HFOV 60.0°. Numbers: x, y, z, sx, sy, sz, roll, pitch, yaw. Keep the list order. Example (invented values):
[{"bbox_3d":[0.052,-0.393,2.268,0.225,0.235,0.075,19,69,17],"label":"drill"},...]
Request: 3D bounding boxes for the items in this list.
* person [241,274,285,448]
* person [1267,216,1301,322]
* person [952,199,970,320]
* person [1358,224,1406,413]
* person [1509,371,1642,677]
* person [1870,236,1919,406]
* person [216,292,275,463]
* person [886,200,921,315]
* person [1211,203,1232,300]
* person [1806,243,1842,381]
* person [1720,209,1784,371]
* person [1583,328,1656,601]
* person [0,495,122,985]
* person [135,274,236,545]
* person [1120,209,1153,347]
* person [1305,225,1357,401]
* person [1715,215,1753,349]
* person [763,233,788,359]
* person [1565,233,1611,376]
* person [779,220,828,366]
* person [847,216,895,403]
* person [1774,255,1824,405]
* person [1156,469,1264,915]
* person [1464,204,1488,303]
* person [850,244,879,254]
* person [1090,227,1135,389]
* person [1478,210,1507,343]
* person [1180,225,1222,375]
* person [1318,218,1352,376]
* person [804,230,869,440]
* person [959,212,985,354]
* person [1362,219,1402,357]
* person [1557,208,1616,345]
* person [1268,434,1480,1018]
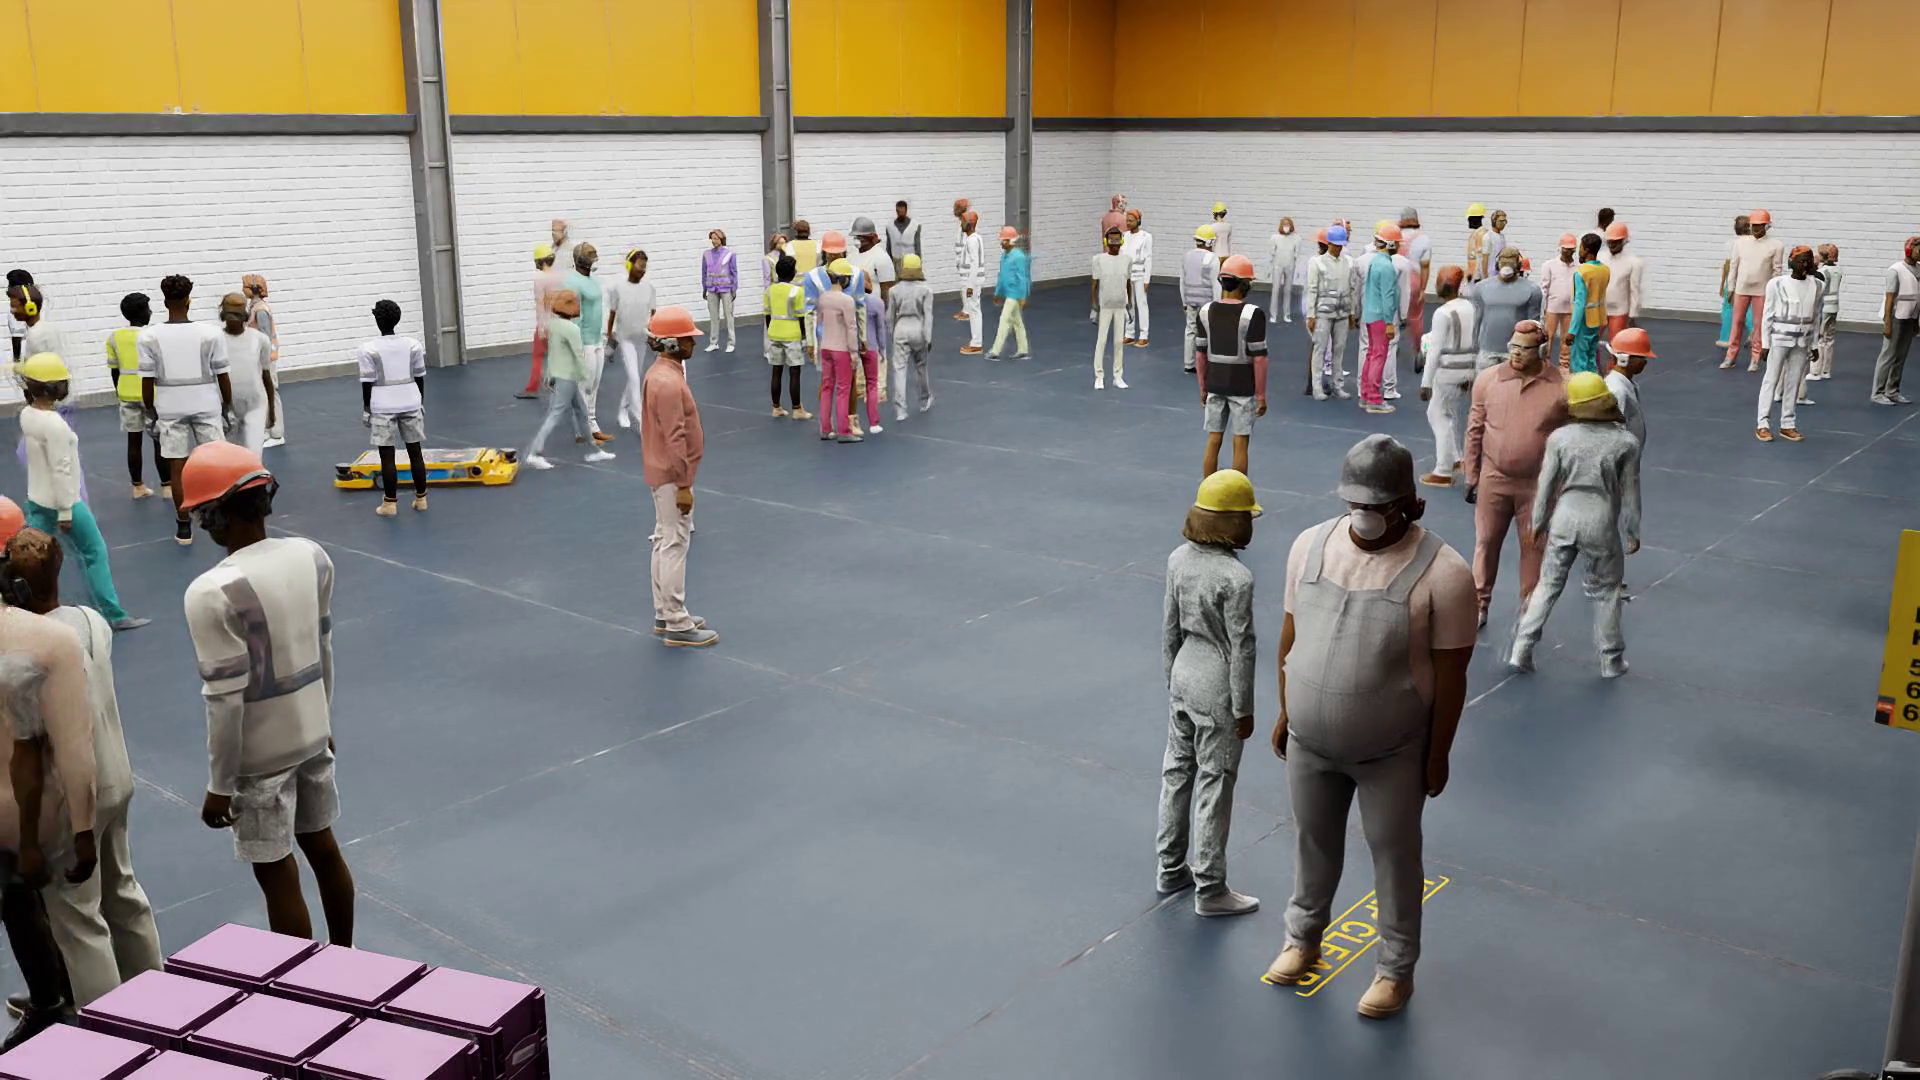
[{"bbox_3d":[-6.622,-1.701,15.786,0.307,1.641,0.514,-8,16,-30],"label":"person"},{"bbox_3d":[5.009,-4.188,25.743,0.507,1.633,0.280,0,14,1],"label":"person"},{"bbox_3d":[0.047,-4.373,26.014,0.433,1.871,0.601,-4,15,-17],"label":"person"},{"bbox_3d":[4.496,-2.356,17.709,0.405,1.986,0.621,0,14,0],"label":"person"},{"bbox_3d":[3.424,-0.063,9.110,0.575,1.712,0.569,8,16,29],"label":"person"},{"bbox_3d":[10.232,-2.382,18.116,0.563,1.837,0.386,-8,16,-29],"label":"person"},{"bbox_3d":[-5.522,-1.021,12.765,0.536,1.811,0.863,-5,15,-20],"label":"person"},{"bbox_3d":[-0.873,-4.469,26.415,0.587,1.873,0.965,2,14,9],"label":"person"},{"bbox_3d":[4.209,-4.603,27.126,0.525,1.769,0.309,-12,18,-39],"label":"person"},{"bbox_3d":[10.310,-2.717,19.868,0.507,1.629,0.318,-9,17,-32],"label":"person"},{"bbox_3d":[9.836,-3.095,20.635,0.612,1.995,0.392,12,18,40],"label":"person"},{"bbox_3d":[4.247,-0.495,10.736,0.330,1.749,0.571,5,15,19],"label":"person"},{"bbox_3d":[-2.930,0.811,5.151,0.617,1.943,1.023,-1,14,-5],"label":"person"},{"bbox_3d":[-5.614,-0.948,12.111,0.614,1.963,0.362,-6,15,-23],"label":"person"},{"bbox_3d":[2.401,-3.598,22.890,0.345,1.876,0.578,-13,19,-41],"label":"person"},{"bbox_3d":[4.108,-2.503,18.409,0.612,1.934,0.416,-5,15,-20],"label":"person"},{"bbox_3d":[10.635,-3.486,22.583,0.564,1.817,0.745,-2,14,-7],"label":"person"},{"bbox_3d":[-2.381,-3.183,21.732,0.320,1.631,0.516,10,17,34],"label":"person"},{"bbox_3d":[6.503,-2.215,17.271,0.597,1.918,0.383,-13,19,-43],"label":"person"},{"bbox_3d":[-1.982,-3.128,21.127,0.658,1.830,0.461,-4,15,-17],"label":"person"},{"bbox_3d":[-1.064,-2.524,18.260,0.538,2.000,0.687,-13,19,-41],"label":"person"},{"bbox_3d":[9.163,-2.295,18.165,0.314,1.636,0.515,-6,15,-23],"label":"person"},{"bbox_3d":[0.981,0.584,6.449,0.323,1.741,0.490,-8,16,-28],"label":"person"},{"bbox_3d":[7.341,-3.821,23.712,0.422,1.916,0.588,3,14,12],"label":"person"},{"bbox_3d":[-1.380,-3.710,23.843,0.500,1.626,0.307,-10,17,-35],"label":"person"},{"bbox_3d":[1.765,-2.675,19.208,0.533,1.870,0.315,-3,14,-12],"label":"person"},{"bbox_3d":[7.452,-3.672,23.246,0.333,1.843,0.515,13,19,42],"label":"person"},{"bbox_3d":[2.939,-2.892,20.152,0.404,1.831,0.600,-12,19,-41],"label":"person"},{"bbox_3d":[4.600,-2.966,20.327,0.398,1.898,0.644,-3,14,-11],"label":"person"},{"bbox_3d":[-1.190,-1.978,16.111,0.616,2.028,0.409,-5,15,-18],"label":"person"},{"bbox_3d":[0.162,-3.424,22.172,0.337,1.882,0.583,1,14,4],"label":"person"},{"bbox_3d":[5.568,-3.288,21.815,0.641,1.798,0.444,3,14,13],"label":"person"},{"bbox_3d":[8.691,-3.635,22.998,0.625,1.893,0.632,0,14,1],"label":"person"},{"bbox_3d":[1.359,0.621,5.692,0.682,2.000,0.535,12,18,40],"label":"person"}]
